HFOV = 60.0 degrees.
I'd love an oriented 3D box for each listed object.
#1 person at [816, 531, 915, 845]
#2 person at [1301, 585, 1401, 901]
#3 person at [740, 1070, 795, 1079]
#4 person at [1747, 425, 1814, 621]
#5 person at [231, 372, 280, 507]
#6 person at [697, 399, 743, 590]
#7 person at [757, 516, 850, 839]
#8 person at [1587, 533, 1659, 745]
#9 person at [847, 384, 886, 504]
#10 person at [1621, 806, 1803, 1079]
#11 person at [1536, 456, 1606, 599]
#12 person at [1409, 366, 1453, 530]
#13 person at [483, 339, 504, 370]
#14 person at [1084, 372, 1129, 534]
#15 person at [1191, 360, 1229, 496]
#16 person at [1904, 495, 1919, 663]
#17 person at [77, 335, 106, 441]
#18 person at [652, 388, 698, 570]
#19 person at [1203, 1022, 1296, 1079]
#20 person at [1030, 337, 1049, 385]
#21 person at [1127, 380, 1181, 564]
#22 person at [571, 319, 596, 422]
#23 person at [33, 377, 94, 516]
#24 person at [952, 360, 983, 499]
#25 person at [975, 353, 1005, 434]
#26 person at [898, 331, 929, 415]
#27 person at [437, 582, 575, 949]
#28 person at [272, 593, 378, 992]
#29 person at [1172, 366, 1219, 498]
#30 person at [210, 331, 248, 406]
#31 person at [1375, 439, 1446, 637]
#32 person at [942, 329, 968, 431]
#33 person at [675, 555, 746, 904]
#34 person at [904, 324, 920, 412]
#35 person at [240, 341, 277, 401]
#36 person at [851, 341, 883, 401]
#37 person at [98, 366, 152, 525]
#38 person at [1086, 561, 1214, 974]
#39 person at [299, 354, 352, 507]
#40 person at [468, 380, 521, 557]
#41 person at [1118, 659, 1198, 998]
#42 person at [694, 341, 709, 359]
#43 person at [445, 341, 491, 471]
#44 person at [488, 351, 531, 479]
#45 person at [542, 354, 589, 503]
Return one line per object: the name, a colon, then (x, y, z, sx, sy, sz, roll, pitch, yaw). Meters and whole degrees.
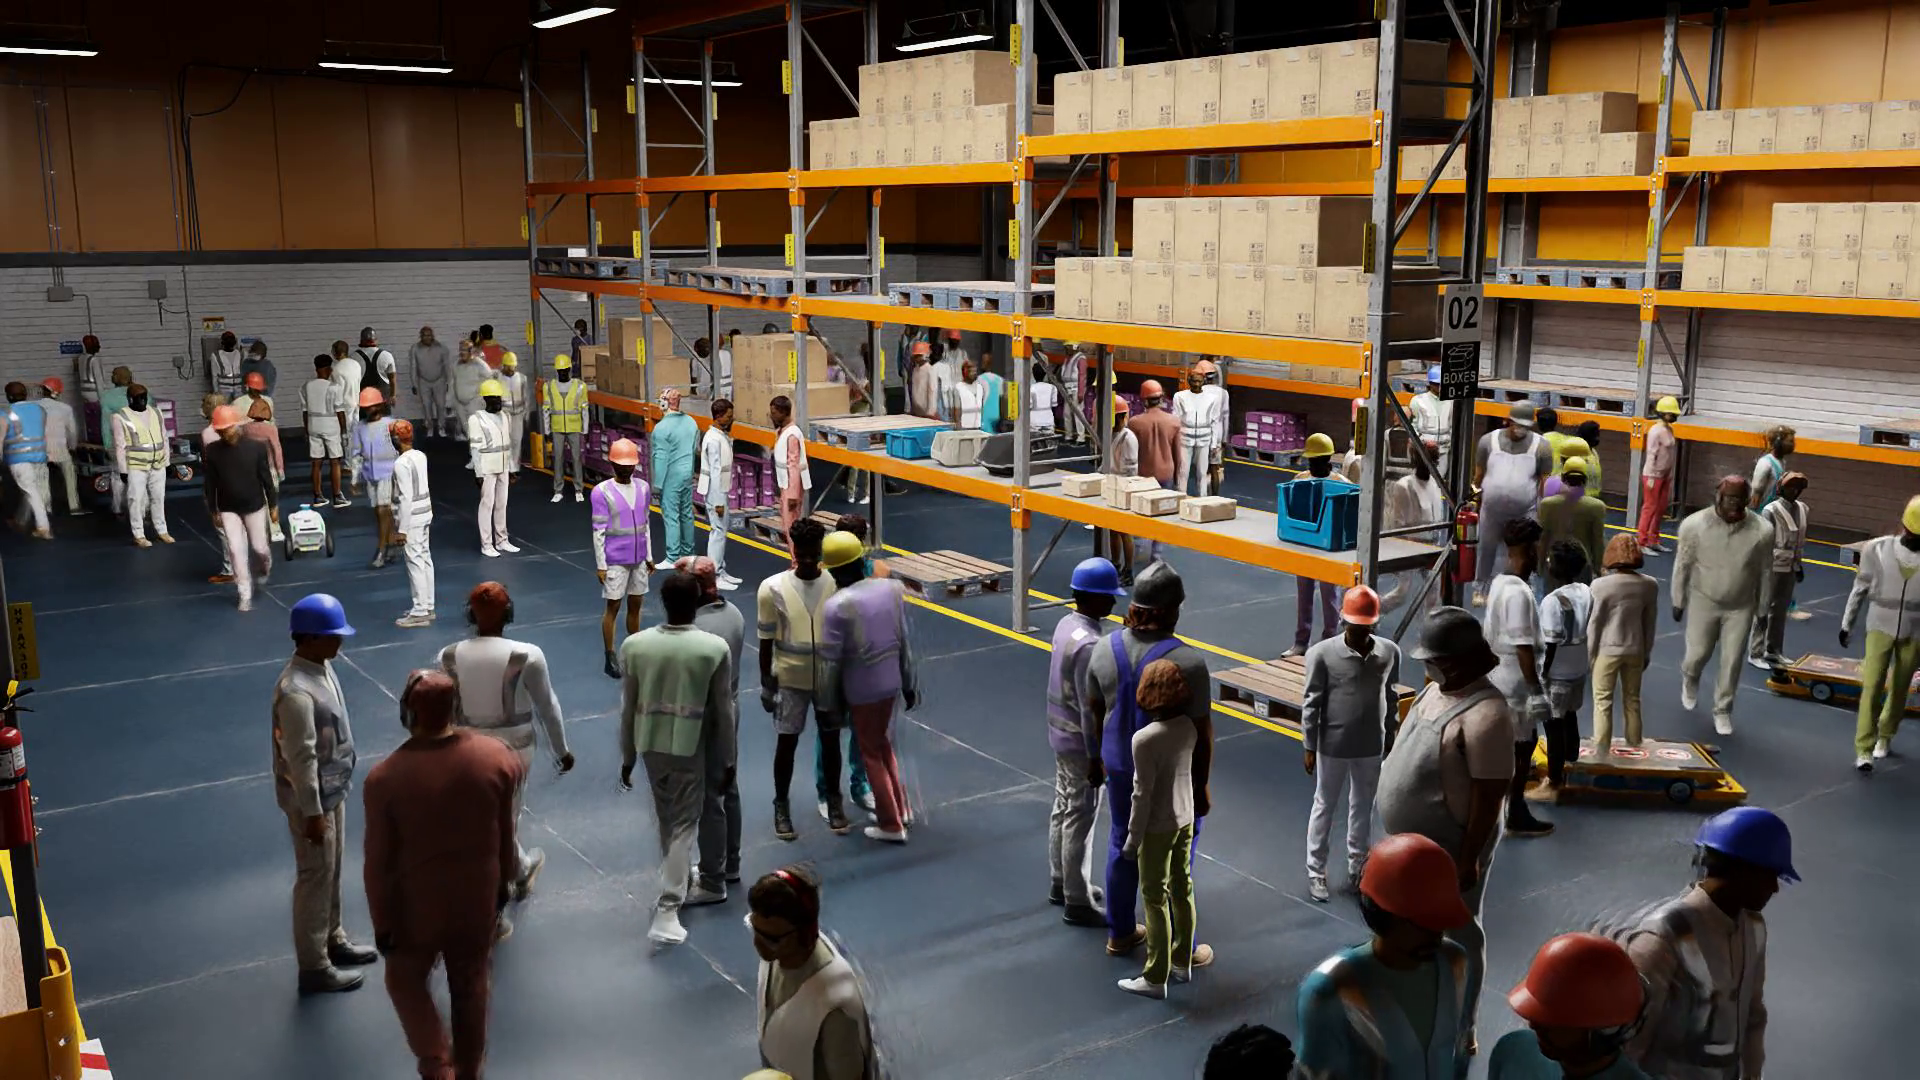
person: (-0.557, 0.871, 9.784, 0.518, 1.882, 0.632, 10, 15, 41)
person: (2.129, 1.092, 9.007, 0.573, 1.747, 0.337, -2, 11, -12)
person: (-0.495, 2.085, 3.986, 0.492, 1.727, 0.334, 9, 14, 39)
person: (7.456, -0.187, 15.461, 0.973, 1.800, 0.526, 9, 14, 38)
person: (-8.868, -1.248, 21.000, 0.345, 1.741, 0.562, 8, 13, 34)
person: (-2.398, -0.452, 16.519, 0.410, 1.908, 0.598, -1, 11, -3)
person: (-0.896, 0.816, 9.901, 0.612, 1.957, 0.383, -3, 11, -15)
person: (4.361, 0.761, 11.020, 0.499, 1.627, 0.270, -3, 11, -13)
person: (-1.222, -1.235, 21.306, 0.578, 1.601, 0.459, 2, 11, 10)
person: (2.276, 1.749, 5.247, 0.646, 1.902, 0.540, -9, 14, -40)
person: (4.984, 0.189, 13.621, 0.535, 1.759, 0.344, 4, 12, 19)
person: (5.556, -1.076, 19.595, 0.602, 1.949, 0.392, -2, 11, -10)
person: (-7.570, -2.437, 27.083, 0.529, 1.744, 0.622, 1, 11, 8)
person: (1.712, -1.038, 19.458, 0.379, 1.925, 0.594, -8, 14, -36)
person: (3.069, -1.283, 20.773, 0.554, 1.912, 0.436, -3, 12, -17)
person: (8.176, 0.159, 13.881, 0.921, 1.712, 0.520, -7, 13, -32)
person: (-13.258, -2.190, 25.467, 0.577, 1.882, 0.349, 9, 14, 38)
person: (-3.024, -0.639, 17.469, 0.410, 1.909, 0.642, 5, 12, 25)
person: (0.640, 2.061, 4.305, 0.855, 1.655, 0.538, -7, 13, -30)
person: (1.233, -2.565, 27.783, 0.490, 1.730, 0.324, 1, 11, 6)
person: (2.041, -0.716, 17.684, 0.649, 1.978, 0.575, -1, 11, -5)
person: (-6.505, -2.866, 28.824, 0.643, 1.932, 0.369, 10, 15, 42)
person: (-11.144, -1.137, 20.497, 0.795, 1.720, 0.433, -2, 11, -12)
person: (0.074, -1.453, 21.833, 0.548, 1.830, 0.570, 9, 14, 39)
person: (0.434, -1.674, 23.014, 0.509, 1.818, 0.839, -10, 15, -42)
person: (-0.851, -3.147, 30.505, 0.636, 1.836, 0.431, 5, 12, 23)
person: (-2.362, 1.113, 8.674, 0.594, 1.824, 0.997, 2, 11, 12)
person: (-3.062, 1.205, 7.969, 0.421, 1.935, 0.612, -2, 11, -11)
person: (2.856, -1.172, 20.250, 0.574, 1.886, 0.356, 1, 11, 3)
person: (-11.603, -2.385, 26.496, 0.575, 1.876, 0.356, -9, 14, -40)
person: (3.794, 0.064, 14.028, 0.585, 1.860, 0.798, -7, 13, -32)
person: (-0.090, -2.454, 26.736, 0.563, 1.913, 0.609, -6, 12, -27)
person: (-1.393, 1.016, 9.004, 0.408, 1.906, 0.638, 2, 11, 11)
person: (-0.844, -2.919, 29.292, 0.340, 1.846, 0.512, 1, 11, 7)
person: (-10.236, -1.954, 24.238, 0.708, 1.886, 0.550, 4, 12, 18)
person: (-1.409, -2.068, 25.010, 0.532, 1.821, 0.707, 3, 11, 16)
person: (-10.096, -1.155, 20.121, 0.640, 1.895, 0.911, -11, 15, -44)
person: (0.988, 1.102, 8.211, 0.682, 2.000, 0.537, 9, 15, 40)
person: (-8.071, -1.389, 21.180, 0.606, 1.957, 0.373, 2, 11, 12)
person: (-5.082, -0.787, 18.166, 0.364, 1.930, 0.588, 5, 12, 26)
person: (0.959, 1.364, 7.918, 0.280, 1.633, 0.500, 10, 15, 41)
person: (-4.066, -2.311, 26.441, 0.338, 1.742, 0.563, -2, 11, -10)
person: (-7.213, -1.963, 24.311, 0.655, 1.886, 0.683, 5, 12, 25)
person: (-6.337, -1.758, 23.422, 0.610, 1.808, 0.450, -7, 13, -31)
person: (-5.098, -1.443, 21.527, 0.594, 1.926, 0.366, -1, 11, -7)
